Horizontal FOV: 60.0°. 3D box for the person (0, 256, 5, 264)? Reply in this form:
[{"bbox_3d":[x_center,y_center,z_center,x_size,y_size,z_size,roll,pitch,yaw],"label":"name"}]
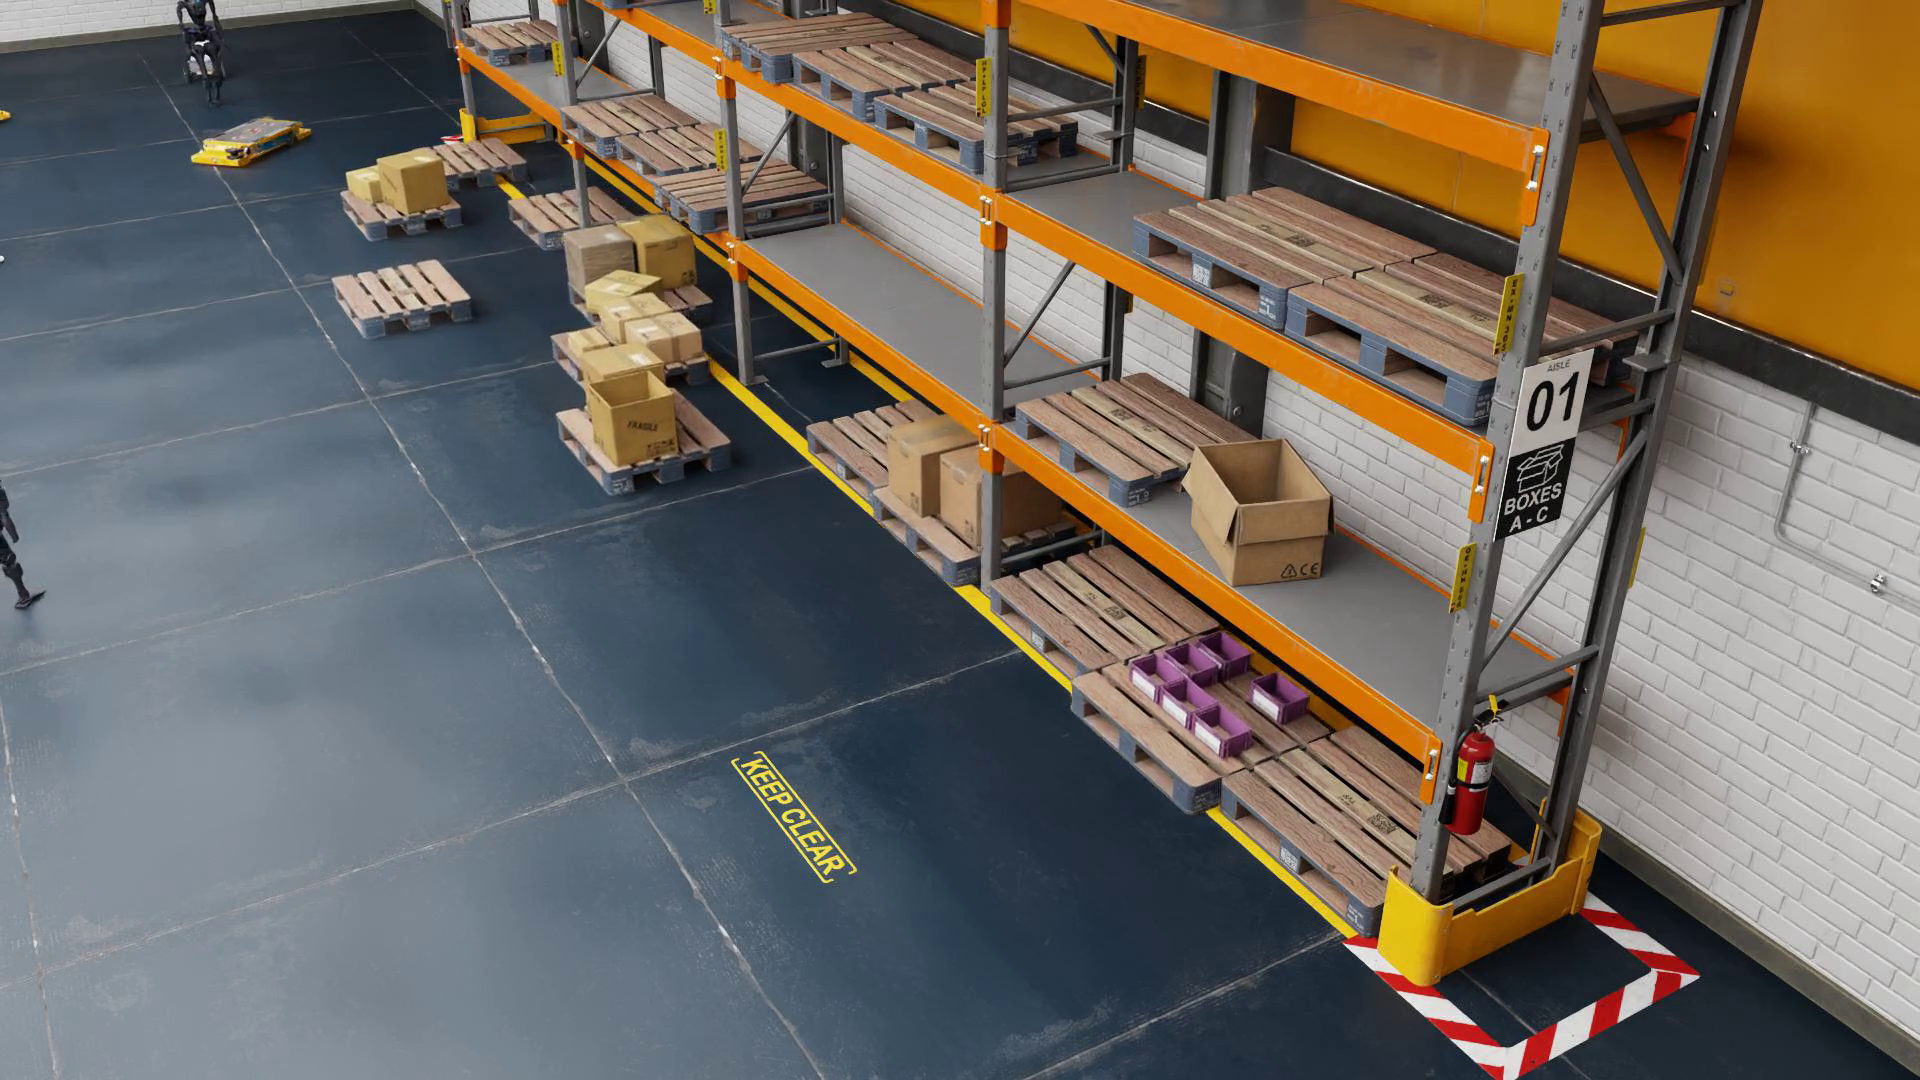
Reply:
[{"bbox_3d":[-9.862,-3.494,16.344,0.465,1.706,0.368,-6,30,-10],"label":"person"}]

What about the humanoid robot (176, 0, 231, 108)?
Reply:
[{"bbox_3d":[-9.865,-6.497,21.685,0.343,1.663,0.592,21,35,32],"label":"humanoid robot"}]

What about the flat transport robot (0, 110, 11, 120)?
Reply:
[{"bbox_3d":[-12.888,-5.314,21.013,0.659,0.231,1.431,21,36,32],"label":"flat transport robot"}]

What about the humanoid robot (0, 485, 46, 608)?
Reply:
[{"bbox_3d":[-6.342,-0.163,10.557,0.590,1.640,0.781,5,30,8],"label":"humanoid robot"}]

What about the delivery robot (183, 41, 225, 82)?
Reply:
[{"bbox_3d":[-10.545,-6.726,23.192,0.499,0.571,0.756,-8,30,-13],"label":"delivery robot"}]

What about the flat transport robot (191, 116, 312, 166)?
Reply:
[{"bbox_3d":[-8.581,-4.833,20.164,0.659,0.231,1.431,8,31,14],"label":"flat transport robot"}]
